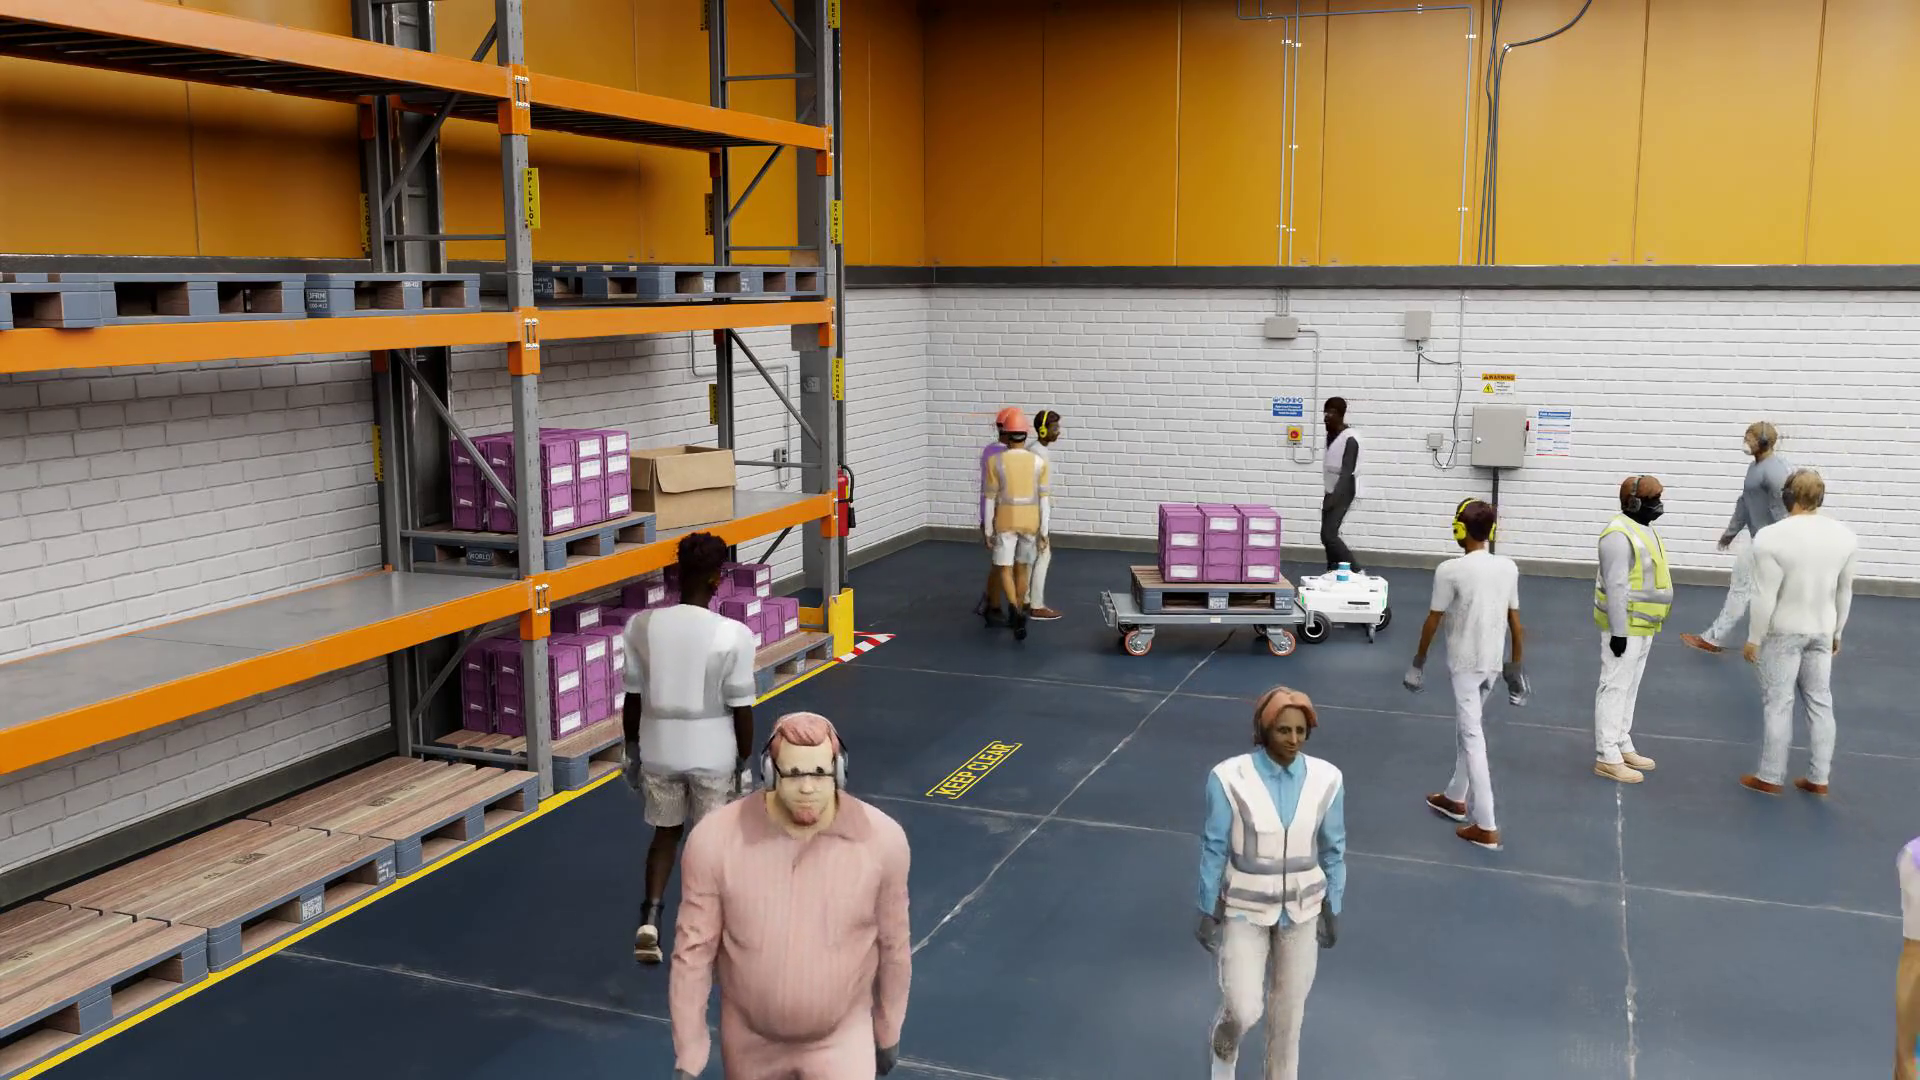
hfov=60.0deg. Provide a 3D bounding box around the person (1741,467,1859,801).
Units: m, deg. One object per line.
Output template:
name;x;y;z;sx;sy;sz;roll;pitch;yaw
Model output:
person;4.838;0.545;9.614;0.633;1.938;0.354;-1;9;-8

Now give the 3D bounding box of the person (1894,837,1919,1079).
person;2.893;1.395;4.646;0.582;1.822;0.705;-2;9;-10

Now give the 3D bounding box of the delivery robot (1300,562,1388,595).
delivery robot;3.305;0.435;14.343;0.707;0.478;0.477;0;9;2

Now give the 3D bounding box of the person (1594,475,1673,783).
person;4.069;0.522;10.065;0.430;1.845;0.619;7;11;36

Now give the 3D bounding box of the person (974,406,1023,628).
person;0.380;-0.190;14.284;0.414;1.913;0.593;-4;10;-24

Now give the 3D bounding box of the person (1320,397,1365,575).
person;3.571;-0.417;15.784;0.452;1.894;0.607;-2;9;-11

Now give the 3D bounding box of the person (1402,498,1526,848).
person;2.701;0.692;9.023;0.521;1.833;0.840;-4;10;-25

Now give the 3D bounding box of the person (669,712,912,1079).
person;-0.461;1.386;4.618;0.660;1.852;1.010;-1;9;-3

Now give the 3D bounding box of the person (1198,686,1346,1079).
person;1.082;1.298;5.838;0.536;1.624;0.413;-2;9;-10

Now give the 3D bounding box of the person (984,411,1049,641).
person;0.488;-0.119;13.899;0.556;1.908;0.855;-2;9;-10

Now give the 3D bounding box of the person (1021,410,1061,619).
person;0.695;-0.225;14.730;0.378;1.850;0.565;-1;9;-5

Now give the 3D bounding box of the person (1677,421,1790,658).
person;6.244;0.010;13.115;0.990;1.889;0.639;3;10;19

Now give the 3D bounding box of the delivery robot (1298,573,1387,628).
delivery robot;3.174;0.519;13.816;0.707;0.478;0.477;1;9;8

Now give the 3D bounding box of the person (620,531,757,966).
person;-1.179;0.933;7.162;0.630;1.940;0.535;2;9;10
